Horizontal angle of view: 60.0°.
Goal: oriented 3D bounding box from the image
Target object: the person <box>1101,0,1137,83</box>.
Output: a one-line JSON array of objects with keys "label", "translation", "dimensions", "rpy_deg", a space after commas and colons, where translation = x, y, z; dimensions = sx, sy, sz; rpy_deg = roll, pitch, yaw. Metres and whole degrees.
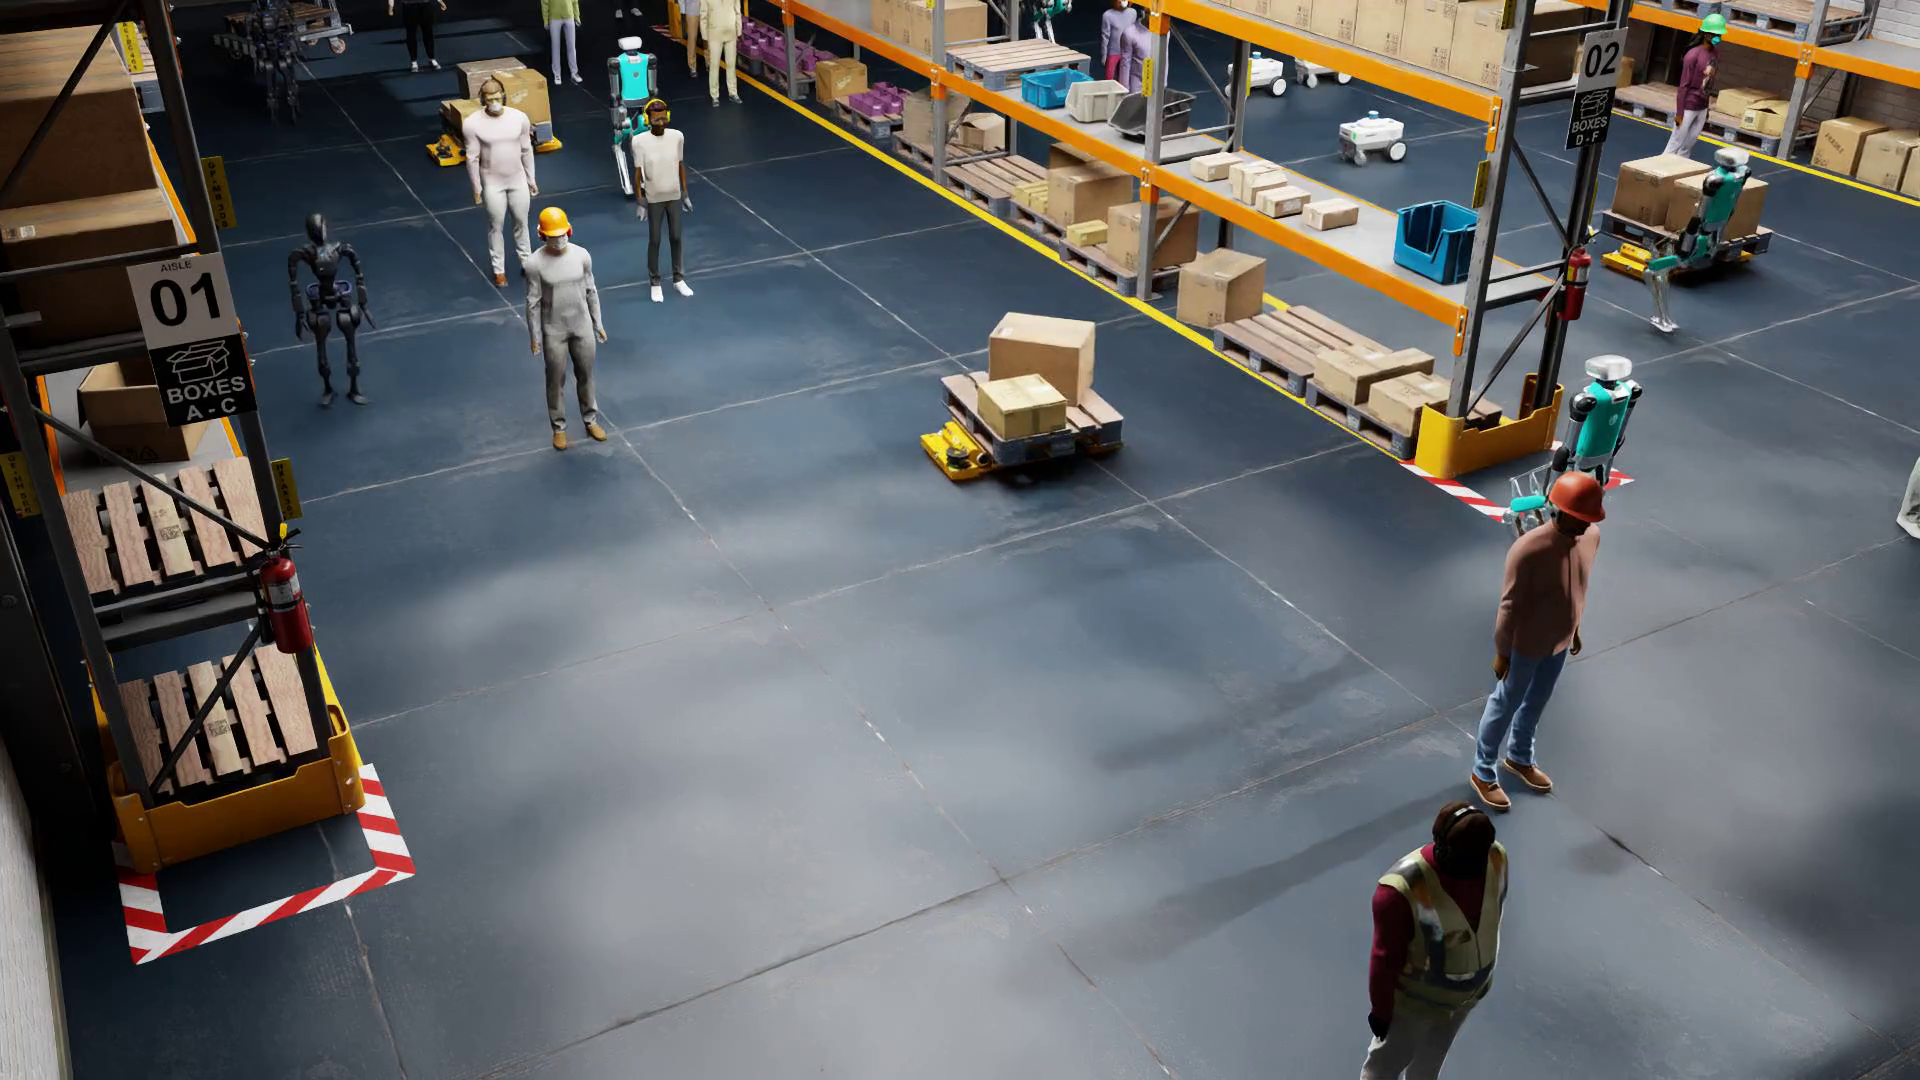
[{"label": "person", "translation": [1.939, -5.951, 20.396], "dimensions": [0.506, 1.631, 0.265], "rpy_deg": [-16, 33, -25]}]

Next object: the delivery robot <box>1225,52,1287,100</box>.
[{"label": "delivery robot", "translation": [3.834, -6.046, 21.620], "dimensions": [0.739, 0.566, 0.499], "rpy_deg": [-16, 33, -25]}]

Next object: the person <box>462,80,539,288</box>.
[{"label": "person", "translation": [-4.258, -3.329, 15.531], "dimensions": [0.634, 1.937, 0.352], "rpy_deg": [-16, 33, -25]}]

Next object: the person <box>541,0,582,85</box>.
[{"label": "person", "translation": [-5.273, -6.883, 22.019], "dimensions": [0.506, 1.630, 0.266], "rpy_deg": [-16, 33, -25]}]

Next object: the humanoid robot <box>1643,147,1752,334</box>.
[{"label": "humanoid robot", "translation": [6.275, -2.602, 14.472], "dimensions": [0.563, 1.772, 0.831], "rpy_deg": [-20, 36, -31]}]

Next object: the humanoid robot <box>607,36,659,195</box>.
[{"label": "humanoid robot", "translation": [-3.527, -4.563, 17.744], "dimensions": [0.533, 1.677, 0.735], "rpy_deg": [-16, 33, -25]}]

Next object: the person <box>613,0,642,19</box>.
[{"label": "person", "translation": [-5.142, -8.935, 25.379], "dimensions": [0.525, 1.845, 0.317], "rpy_deg": [-16, 33, -25]}]

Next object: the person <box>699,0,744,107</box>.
[{"label": "person", "translation": [-3.002, -6.396, 21.052], "dimensions": [0.572, 1.748, 0.341], "rpy_deg": [-16, 33, -25]}]

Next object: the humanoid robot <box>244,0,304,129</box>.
[{"label": "humanoid robot", "translation": [-8.304, -5.844, 20.156], "dimensions": [0.599, 1.657, 0.315], "rpy_deg": [-16, 33, -25]}]

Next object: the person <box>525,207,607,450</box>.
[{"label": "person", "translation": [-2.971, -1.603, 12.568], "dimensions": [0.584, 1.892, 0.373], "rpy_deg": [-16, 33, -25]}]

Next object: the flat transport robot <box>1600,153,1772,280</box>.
[{"label": "flat transport robot", "translation": [7.058, -2.820, 16.318], "dimensions": [1.431, 0.231, 0.659], "rpy_deg": [-16, 33, -25]}]

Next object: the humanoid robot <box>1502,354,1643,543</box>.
[{"label": "humanoid robot", "translation": [3.814, -0.468, 10.616], "dimensions": [0.533, 1.677, 0.735], "rpy_deg": [-16, 33, -25]}]

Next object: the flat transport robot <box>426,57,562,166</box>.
[{"label": "flat transport robot", "translation": [-5.473, -4.659, 19.520], "dimensions": [1.431, 0.231, 0.659], "rpy_deg": [-16, 33, -25]}]

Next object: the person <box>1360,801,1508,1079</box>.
[{"label": "person", "translation": [1.906, 1.800, 6.698], "dimensions": [0.633, 1.841, 0.429], "rpy_deg": [-16, 33, -25]}]

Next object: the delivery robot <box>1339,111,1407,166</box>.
[{"label": "delivery robot", "translation": [4.762, -4.648, 19.204], "dimensions": [0.748, 0.586, 0.524], "rpy_deg": [-11, 32, -19]}]

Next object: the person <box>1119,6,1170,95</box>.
[{"label": "person", "translation": [2.082, -5.097, 18.642], "dimensions": [0.651, 1.904, 0.406], "rpy_deg": [-16, 33, -25]}]

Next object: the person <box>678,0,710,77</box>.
[{"label": "person", "translation": [-3.495, -7.135, 22.339], "dimensions": [0.572, 1.748, 0.341], "rpy_deg": [-16, 33, -25]}]

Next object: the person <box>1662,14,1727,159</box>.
[{"label": "person", "translation": [7.848, -4.649, 17.816], "dimensions": [0.498, 1.949, 0.426], "rpy_deg": [-16, 33, -25]}]

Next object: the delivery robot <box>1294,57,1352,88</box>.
[{"label": "delivery robot", "translation": [4.842, -6.358, 22.181], "dimensions": [0.748, 0.586, 0.524], "rpy_deg": [-11, 32, -19]}]

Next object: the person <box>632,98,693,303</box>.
[{"label": "person", "translation": [-2.711, -3.112, 15.225], "dimensions": [0.530, 1.864, 0.309], "rpy_deg": [-16, 33, -25]}]

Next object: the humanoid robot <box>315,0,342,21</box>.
[{"label": "humanoid robot", "translation": [-9.553, -8.622, 24.811], "dimensions": [0.533, 1.677, 0.735], "rpy_deg": [-16, 33, -25]}]

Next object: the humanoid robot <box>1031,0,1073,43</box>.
[{"label": "humanoid robot", "translation": [1.234, -7.470, 22.806], "dimensions": [0.533, 1.677, 0.735], "rpy_deg": [-16, 33, -25]}]

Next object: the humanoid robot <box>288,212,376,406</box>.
[{"label": "humanoid robot", "translation": [-4.984, -1.836, 13.202], "dimensions": [0.612, 1.642, 0.459], "rpy_deg": [-10, 31, -17]}]

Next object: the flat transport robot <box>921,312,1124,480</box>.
[{"label": "flat transport robot", "translation": [0.479, -0.793, 12.790], "dimensions": [1.431, 0.231, 0.659], "rpy_deg": [-11, 32, -19]}]

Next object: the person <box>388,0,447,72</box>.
[{"label": "person", "translation": [-7.388, -7.282, 22.590], "dimensions": [0.772, 1.756, 0.445], "rpy_deg": [-16, 33, -25]}]

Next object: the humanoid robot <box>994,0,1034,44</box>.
[{"label": "humanoid robot", "translation": [0.717, -7.324, 22.731], "dimensions": [0.599, 1.657, 0.315], "rpy_deg": [-16, 33, -25]}]

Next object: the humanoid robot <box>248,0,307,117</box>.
[{"label": "humanoid robot", "translation": [-8.455, -6.118, 20.633], "dimensions": [0.599, 1.657, 0.315], "rpy_deg": [-16, 33, -25]}]

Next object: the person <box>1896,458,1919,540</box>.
[{"label": "person", "translation": [6.877, -0.914, 11.338], "dimensions": [0.592, 1.924, 0.379], "rpy_deg": [-16, 33, -25]}]

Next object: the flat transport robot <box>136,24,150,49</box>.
[{"label": "flat transport robot", "translation": [-12.112, -7.218, 23.975], "dimensions": [1.431, 0.231, 0.659], "rpy_deg": [-16, 33, -25]}]

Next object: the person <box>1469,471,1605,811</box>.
[{"label": "person", "translation": [3.072, 0.522, 8.774], "dimensions": [0.621, 1.989, 0.398], "rpy_deg": [-16, 33, -25]}]
